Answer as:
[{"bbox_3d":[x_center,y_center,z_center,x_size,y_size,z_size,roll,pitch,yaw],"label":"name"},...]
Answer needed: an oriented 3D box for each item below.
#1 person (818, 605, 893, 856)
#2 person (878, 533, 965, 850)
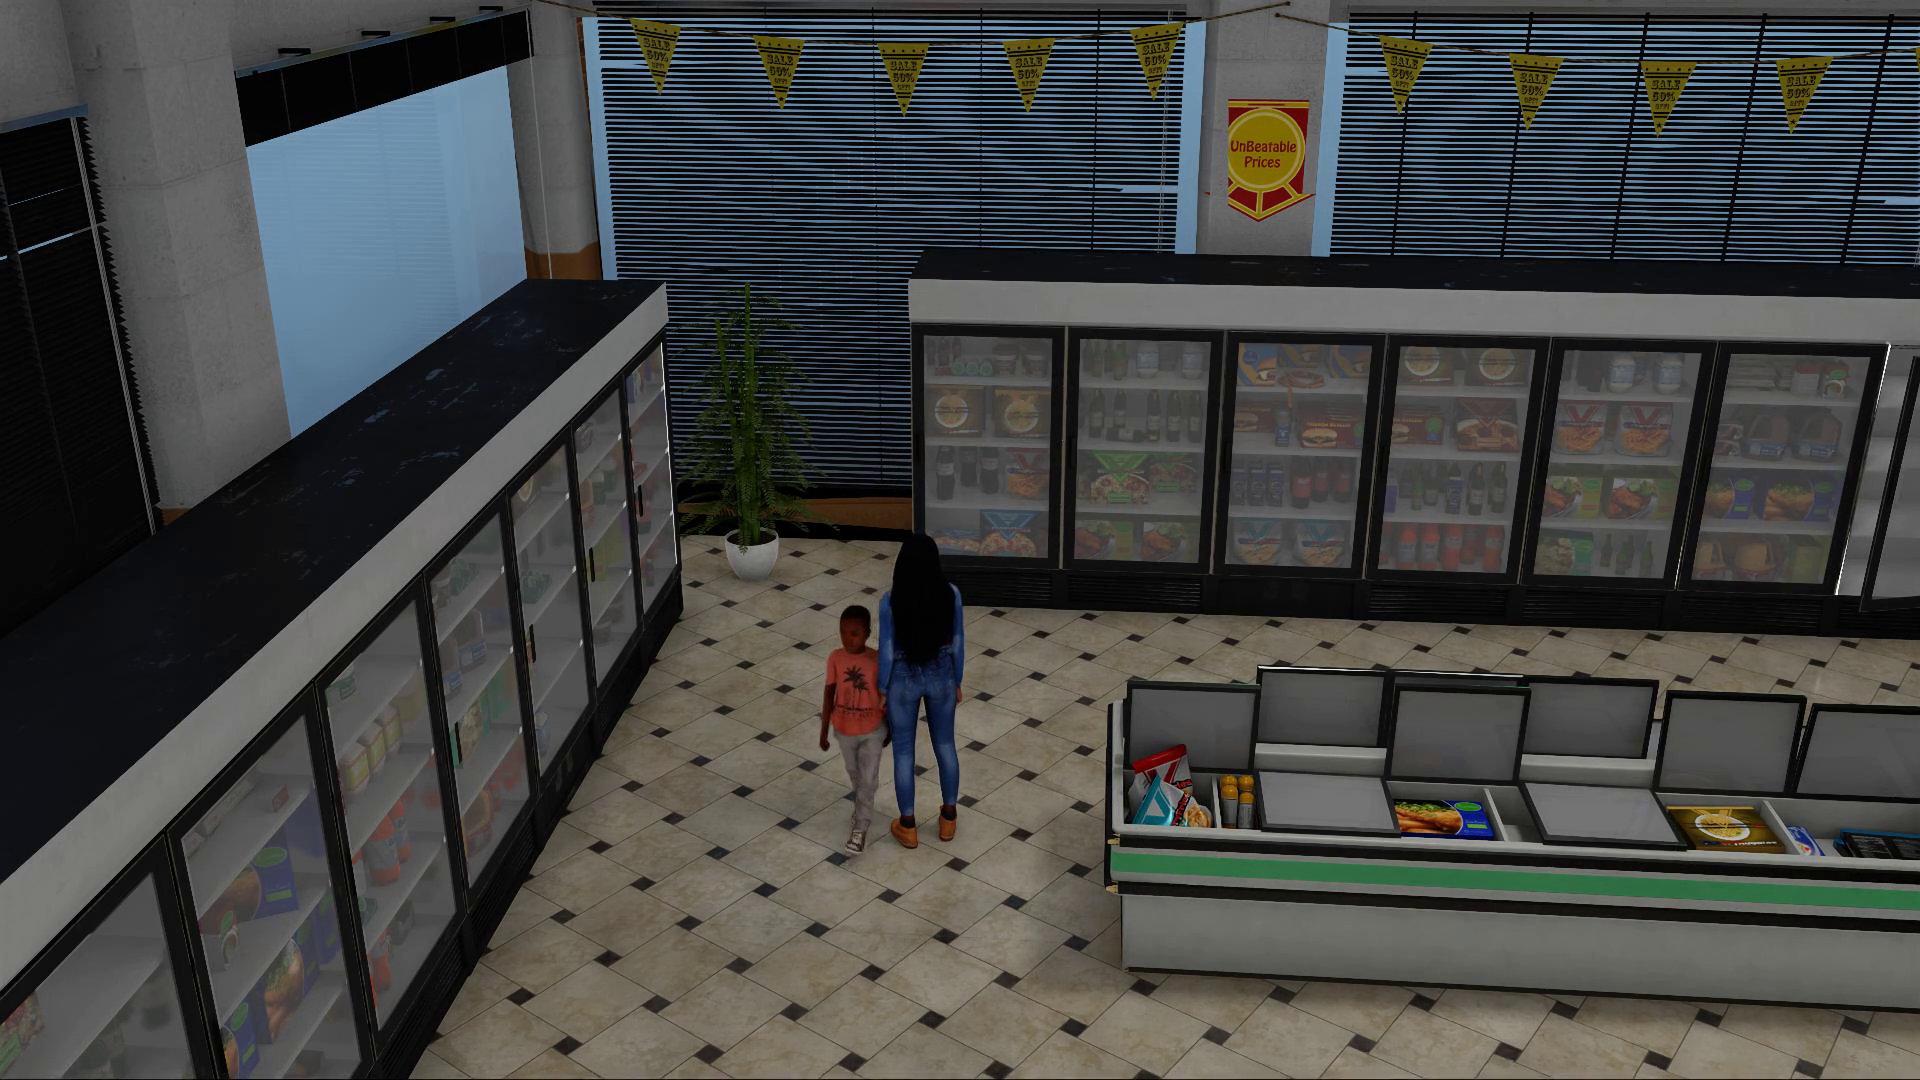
[{"bbox_3d":[-0.510,0.932,8.640,0.824,1.284,0.667,6,23,15],"label":"person"},{"bbox_3d":[-0.193,0.766,8.481,0.572,1.712,0.726,-6,23,-14],"label":"person"}]
